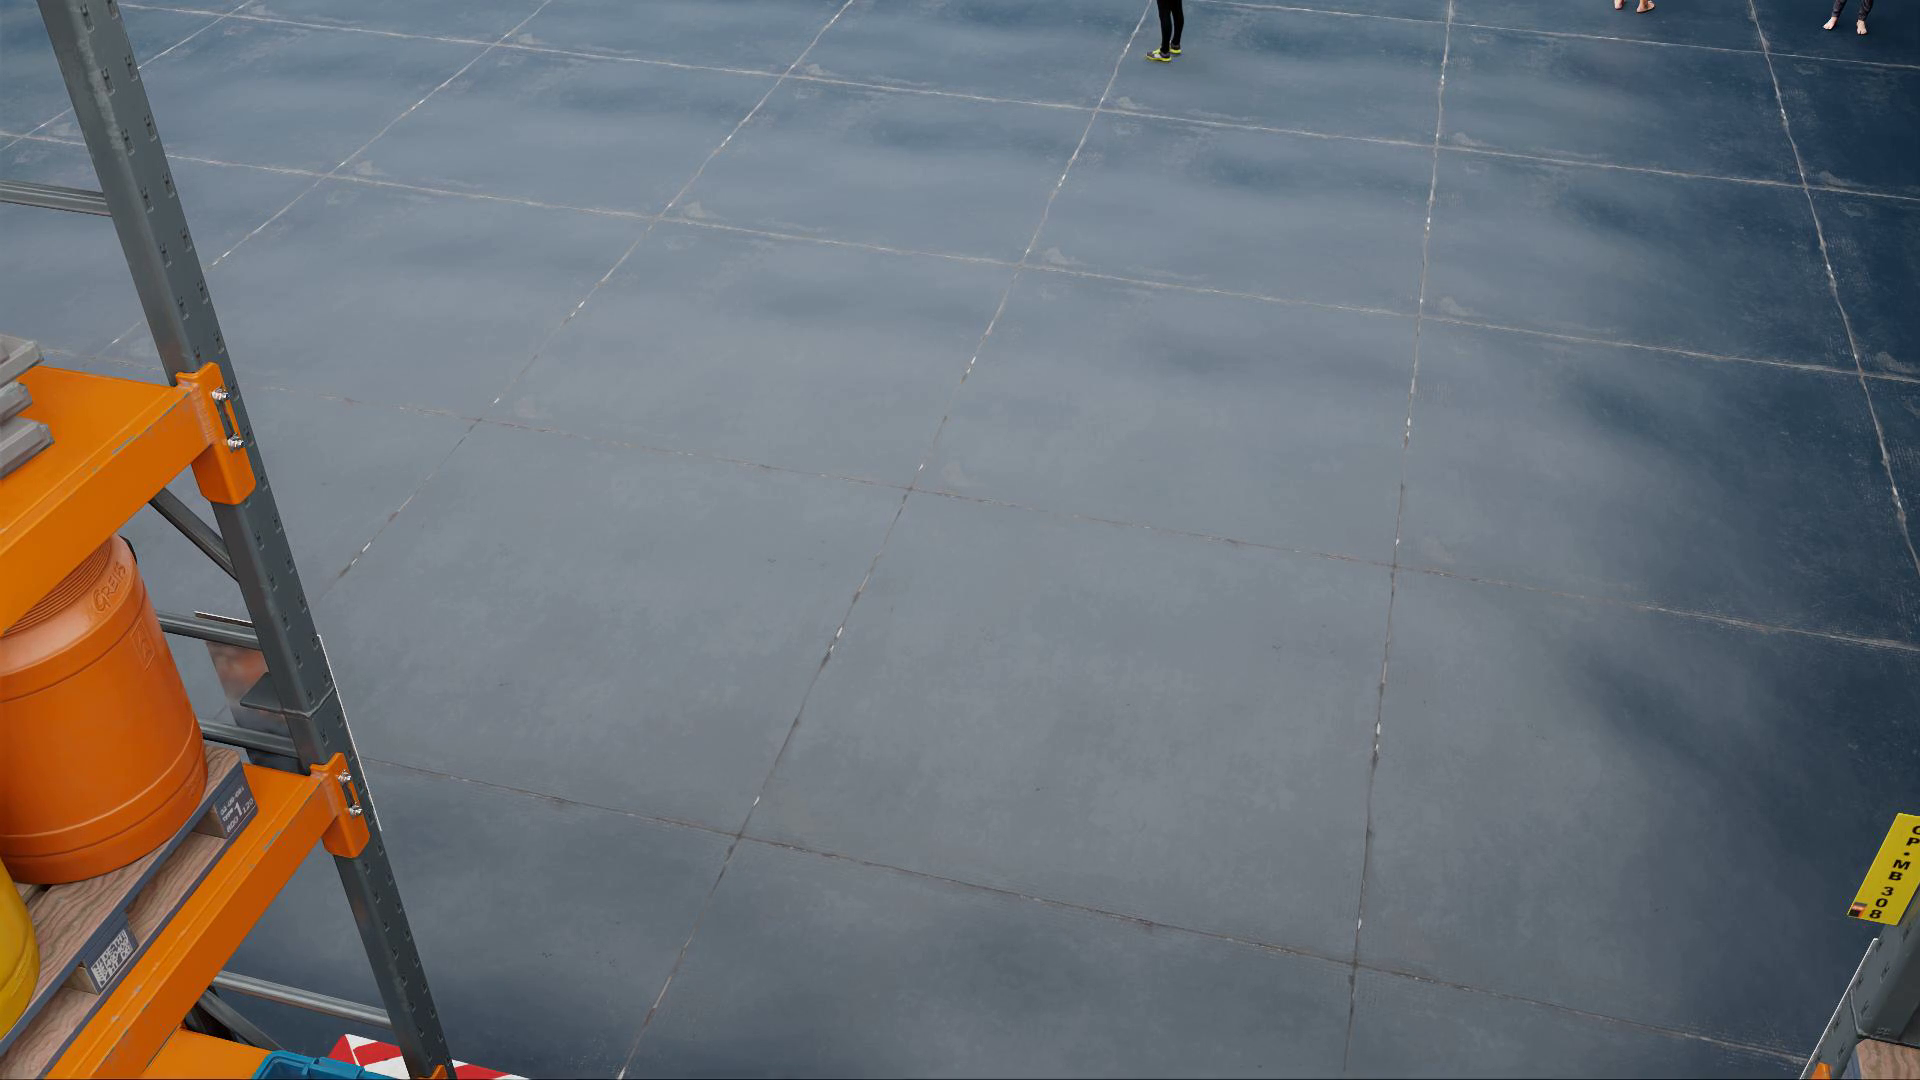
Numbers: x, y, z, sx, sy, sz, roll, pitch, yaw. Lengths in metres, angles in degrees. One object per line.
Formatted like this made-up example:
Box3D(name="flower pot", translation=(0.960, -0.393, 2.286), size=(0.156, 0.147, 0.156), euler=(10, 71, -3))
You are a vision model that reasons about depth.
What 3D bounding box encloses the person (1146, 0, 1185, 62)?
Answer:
Box3D(name="person", translation=(1.992, -5.292, 15.576), size=(0.659, 1.553, 0.542), euler=(23, 44, 27))
